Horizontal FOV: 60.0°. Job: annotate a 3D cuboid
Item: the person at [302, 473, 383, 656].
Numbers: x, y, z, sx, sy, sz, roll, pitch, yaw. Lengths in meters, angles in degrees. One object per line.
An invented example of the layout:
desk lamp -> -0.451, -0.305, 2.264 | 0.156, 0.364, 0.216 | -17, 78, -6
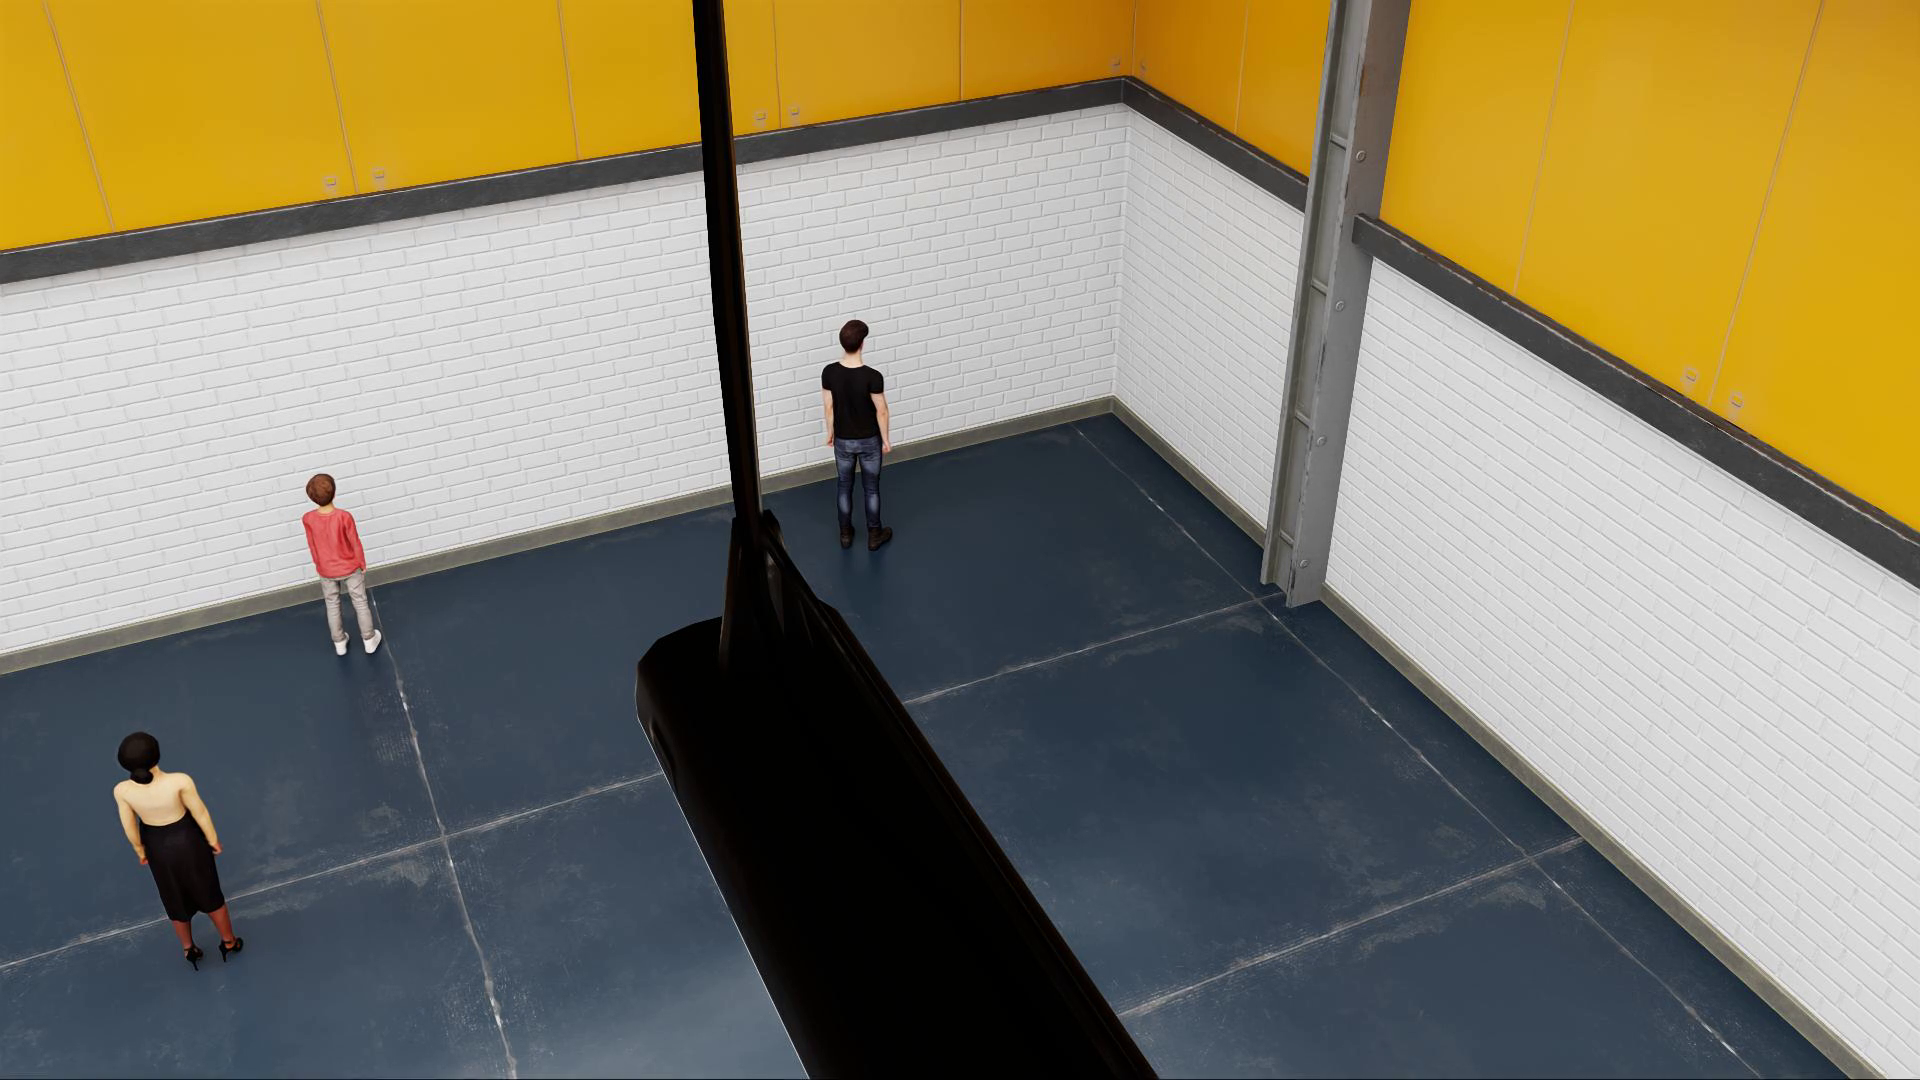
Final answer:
person -> -4.332, 0.176, 11.589 | 0.570, 1.415, 0.568 | -3, 34, -4

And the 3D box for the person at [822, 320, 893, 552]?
person -> -0.780, -0.776, 12.586 | 0.760, 1.897, 0.788 | 7, 34, 10

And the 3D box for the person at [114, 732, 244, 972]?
person -> -4.281, 1.697, 9.086 | 0.610, 1.653, 0.577 | -9, 35, -13
